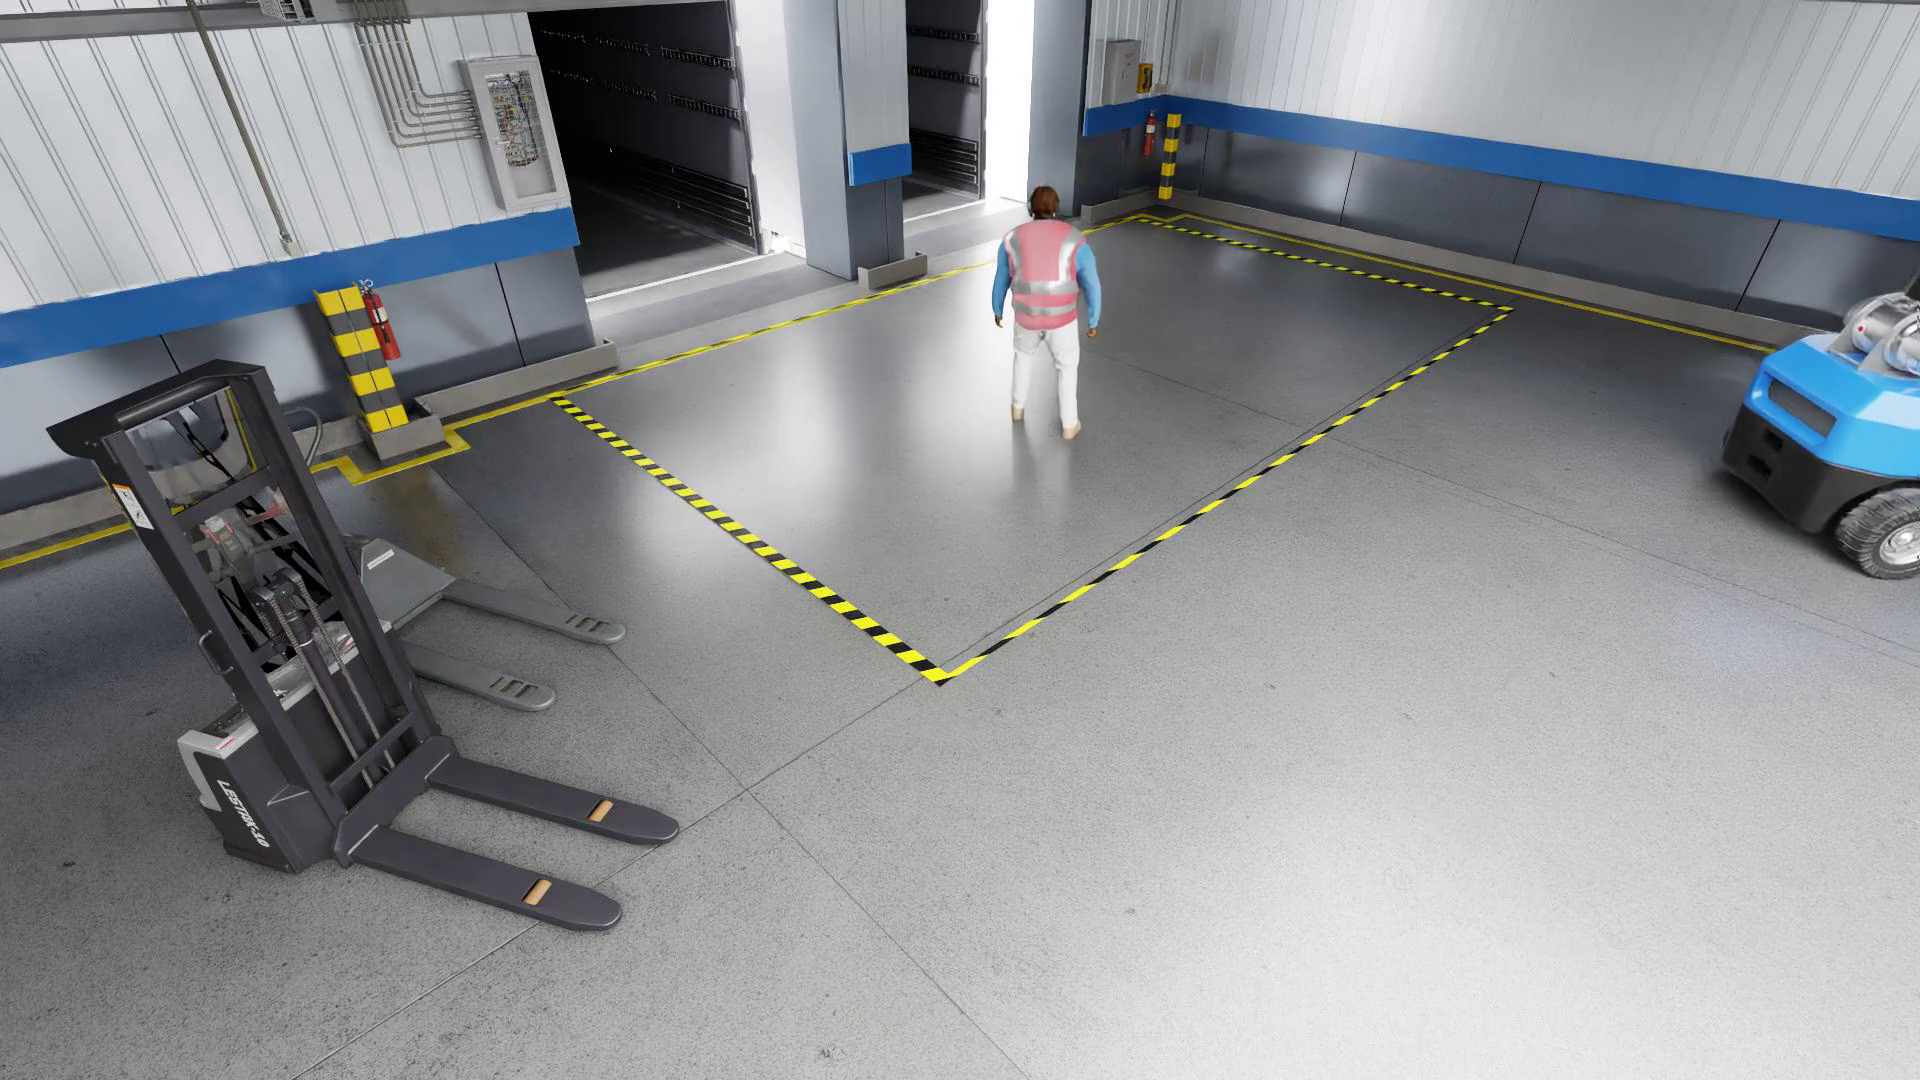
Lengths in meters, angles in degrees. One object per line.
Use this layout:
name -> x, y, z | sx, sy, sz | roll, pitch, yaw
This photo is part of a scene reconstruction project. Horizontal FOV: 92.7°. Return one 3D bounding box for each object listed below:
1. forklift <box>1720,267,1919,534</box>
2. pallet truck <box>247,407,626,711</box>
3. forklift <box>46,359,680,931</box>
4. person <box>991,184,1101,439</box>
forklift -> 6.344, -1.050, 5.203 | 2.680, 2.036, 1.157 | 3, 34, 4
pallet truck -> -2.628, 0.038, 4.590 | 1.601, 1.201, 0.680 | 12, 36, 18
forklift -> -2.135, 0.422, 3.354 | 1.885, 1.965, 0.823 | 10, 35, 14
person -> 0.604, -1.634, 6.641 | 0.809, 1.711, 0.604 | 7, 35, 11
